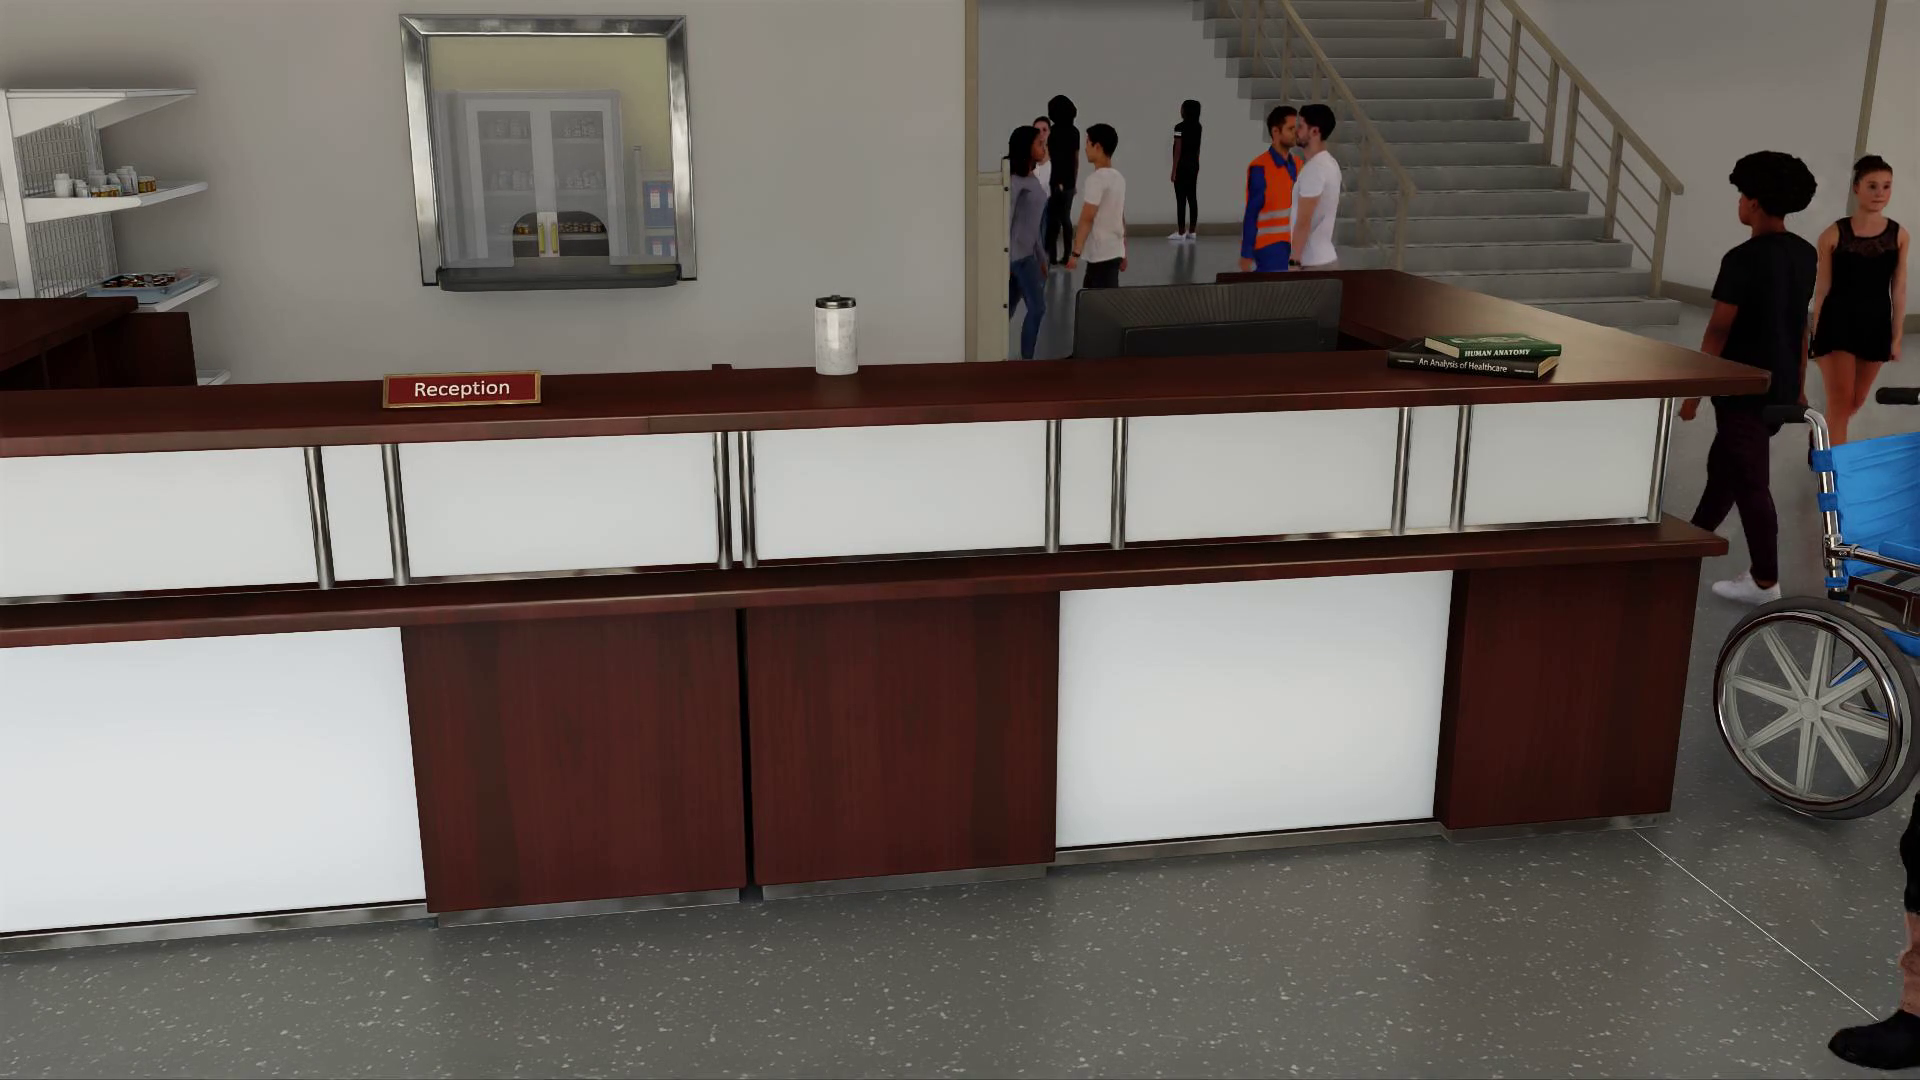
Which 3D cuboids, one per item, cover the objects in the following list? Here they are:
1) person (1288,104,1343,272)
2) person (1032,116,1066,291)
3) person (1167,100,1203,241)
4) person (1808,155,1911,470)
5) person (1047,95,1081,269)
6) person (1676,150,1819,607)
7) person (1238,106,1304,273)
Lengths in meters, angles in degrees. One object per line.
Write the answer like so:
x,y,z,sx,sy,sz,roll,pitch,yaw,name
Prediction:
2.198,-1.662,10.057,0.866,1.873,0.772,5,17,18,person
0.721,-2.974,15.070,0.718,1.677,0.810,2,16,6,person
2.857,-4.676,21.013,0.710,1.728,0.736,-13,20,-38,person
4.410,-1.036,8.252,0.814,1.647,1.122,2,16,8,person
1.086,-3.870,17.952,0.715,1.825,0.703,-11,19,-35,person
3.162,-0.592,6.477,0.891,1.756,1.064,-10,19,-32,person
1.971,-1.881,10.933,1.317,1.819,1.223,12,20,36,person
